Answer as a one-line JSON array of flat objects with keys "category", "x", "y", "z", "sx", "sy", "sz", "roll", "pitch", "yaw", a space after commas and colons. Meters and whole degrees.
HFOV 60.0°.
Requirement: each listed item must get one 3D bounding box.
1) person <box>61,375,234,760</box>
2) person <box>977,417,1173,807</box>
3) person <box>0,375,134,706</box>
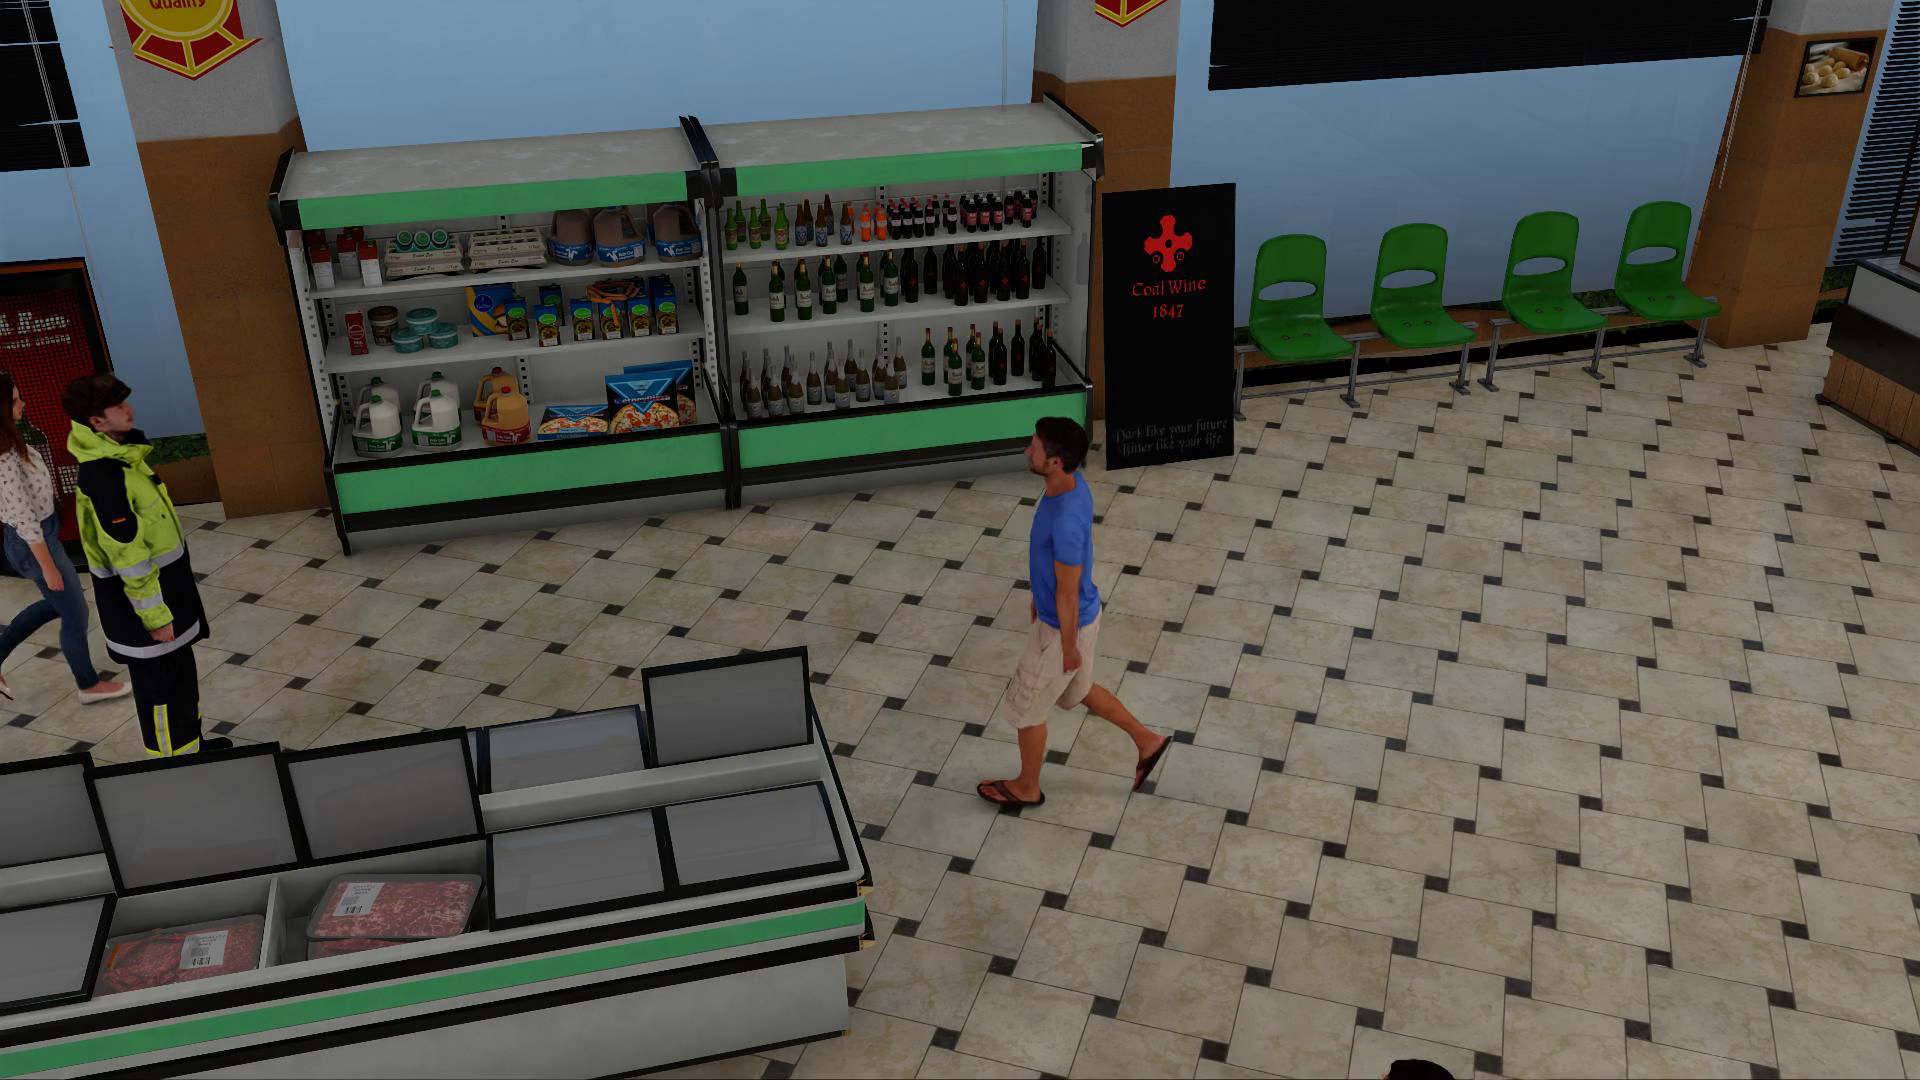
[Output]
[{"category": "person", "x": -3.473, "y": 0.206, "z": 7.084, "sx": 0.694, "sy": 1.982, "sz": 0.808, "roll": -12, "pitch": 31, "yaw": -21}, {"category": "person", "x": 0.522, "y": 0.340, "z": 6.987, "sx": 1.161, "sy": 1.839, "sz": 0.932, "roll": 5, "pitch": 29, "yaw": 8}, {"category": "person", "x": -4.337, "y": 0.062, "z": 7.633, "sx": 0.965, "sy": 1.709, "sz": 0.717, "roll": -14, "pitch": 32, "yaw": -24}]
